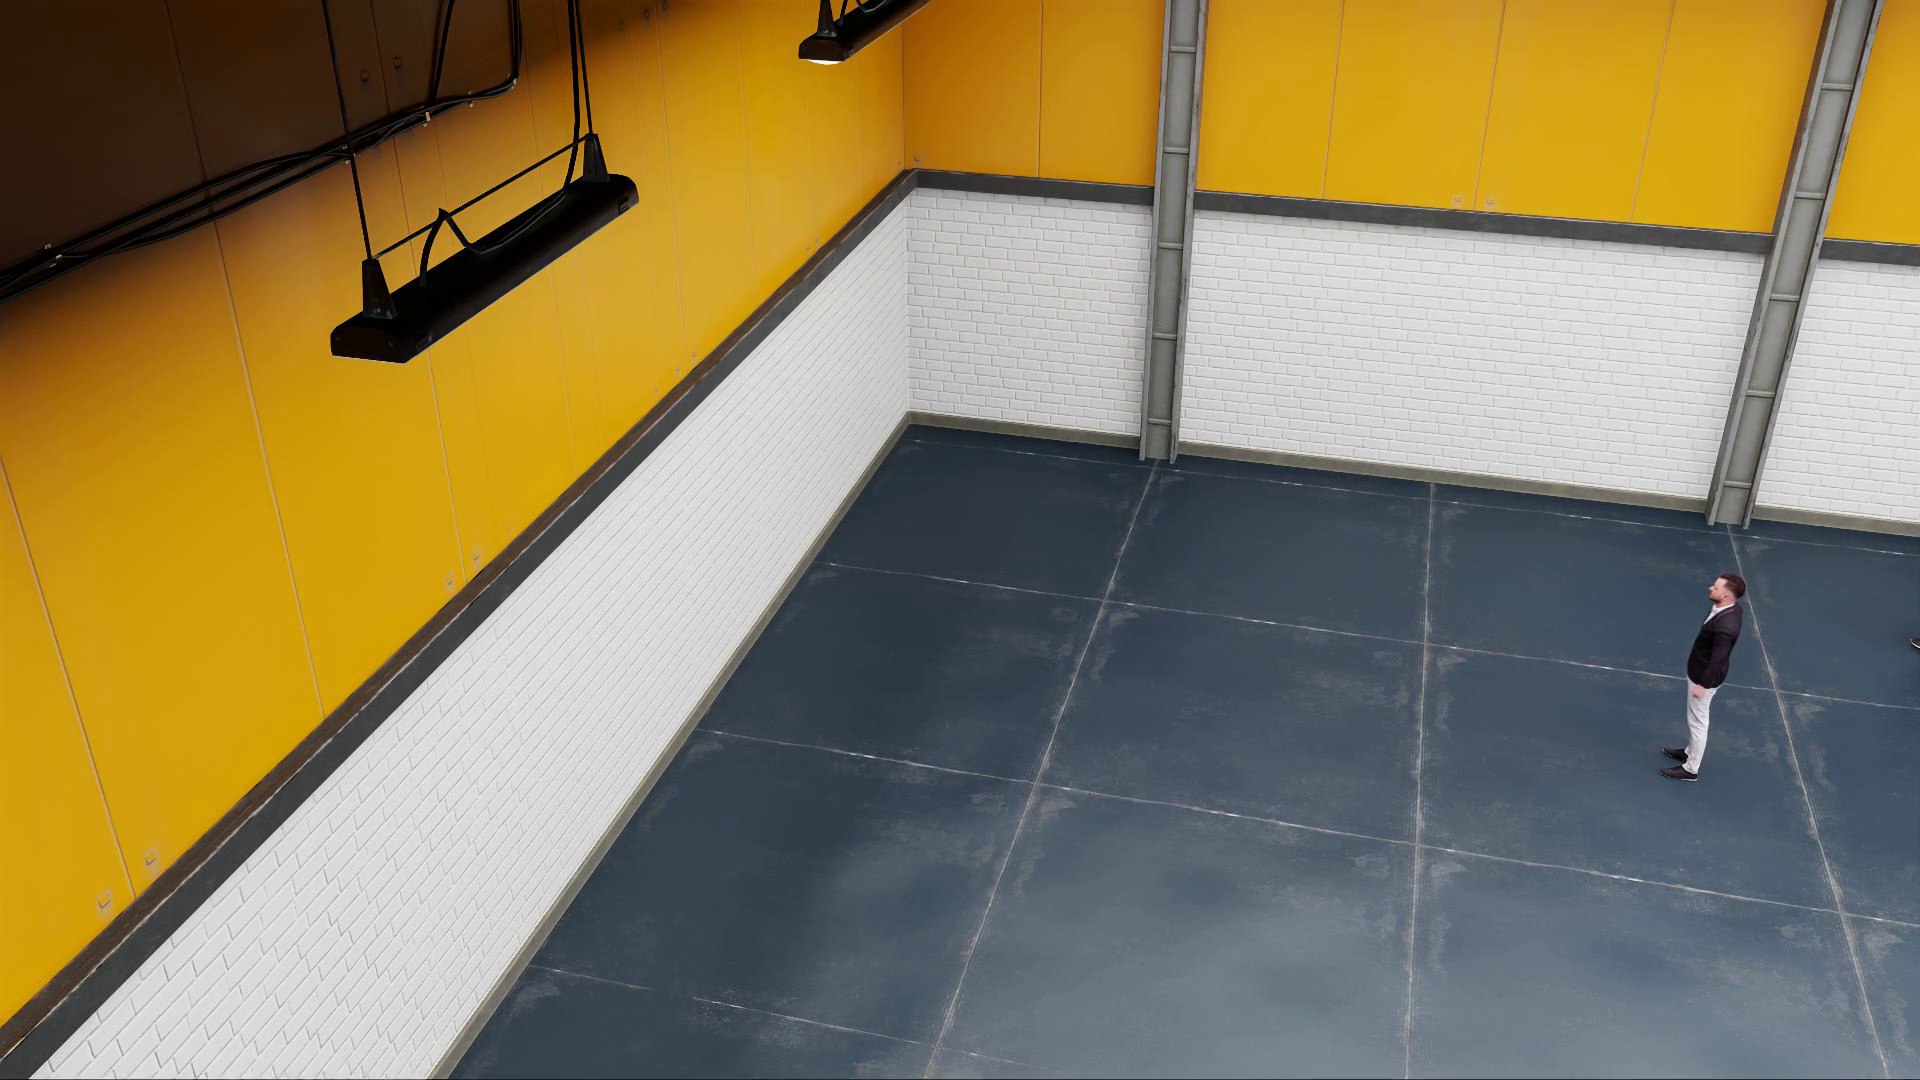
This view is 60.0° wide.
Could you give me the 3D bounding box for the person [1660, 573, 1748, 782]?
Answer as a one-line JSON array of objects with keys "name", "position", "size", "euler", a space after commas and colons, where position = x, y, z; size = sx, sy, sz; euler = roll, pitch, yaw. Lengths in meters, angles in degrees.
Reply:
[{"name": "person", "position": [5.932, 1.071, 13.175], "size": [0.638, 1.844, 0.702], "euler": [14, 32, 25]}]
